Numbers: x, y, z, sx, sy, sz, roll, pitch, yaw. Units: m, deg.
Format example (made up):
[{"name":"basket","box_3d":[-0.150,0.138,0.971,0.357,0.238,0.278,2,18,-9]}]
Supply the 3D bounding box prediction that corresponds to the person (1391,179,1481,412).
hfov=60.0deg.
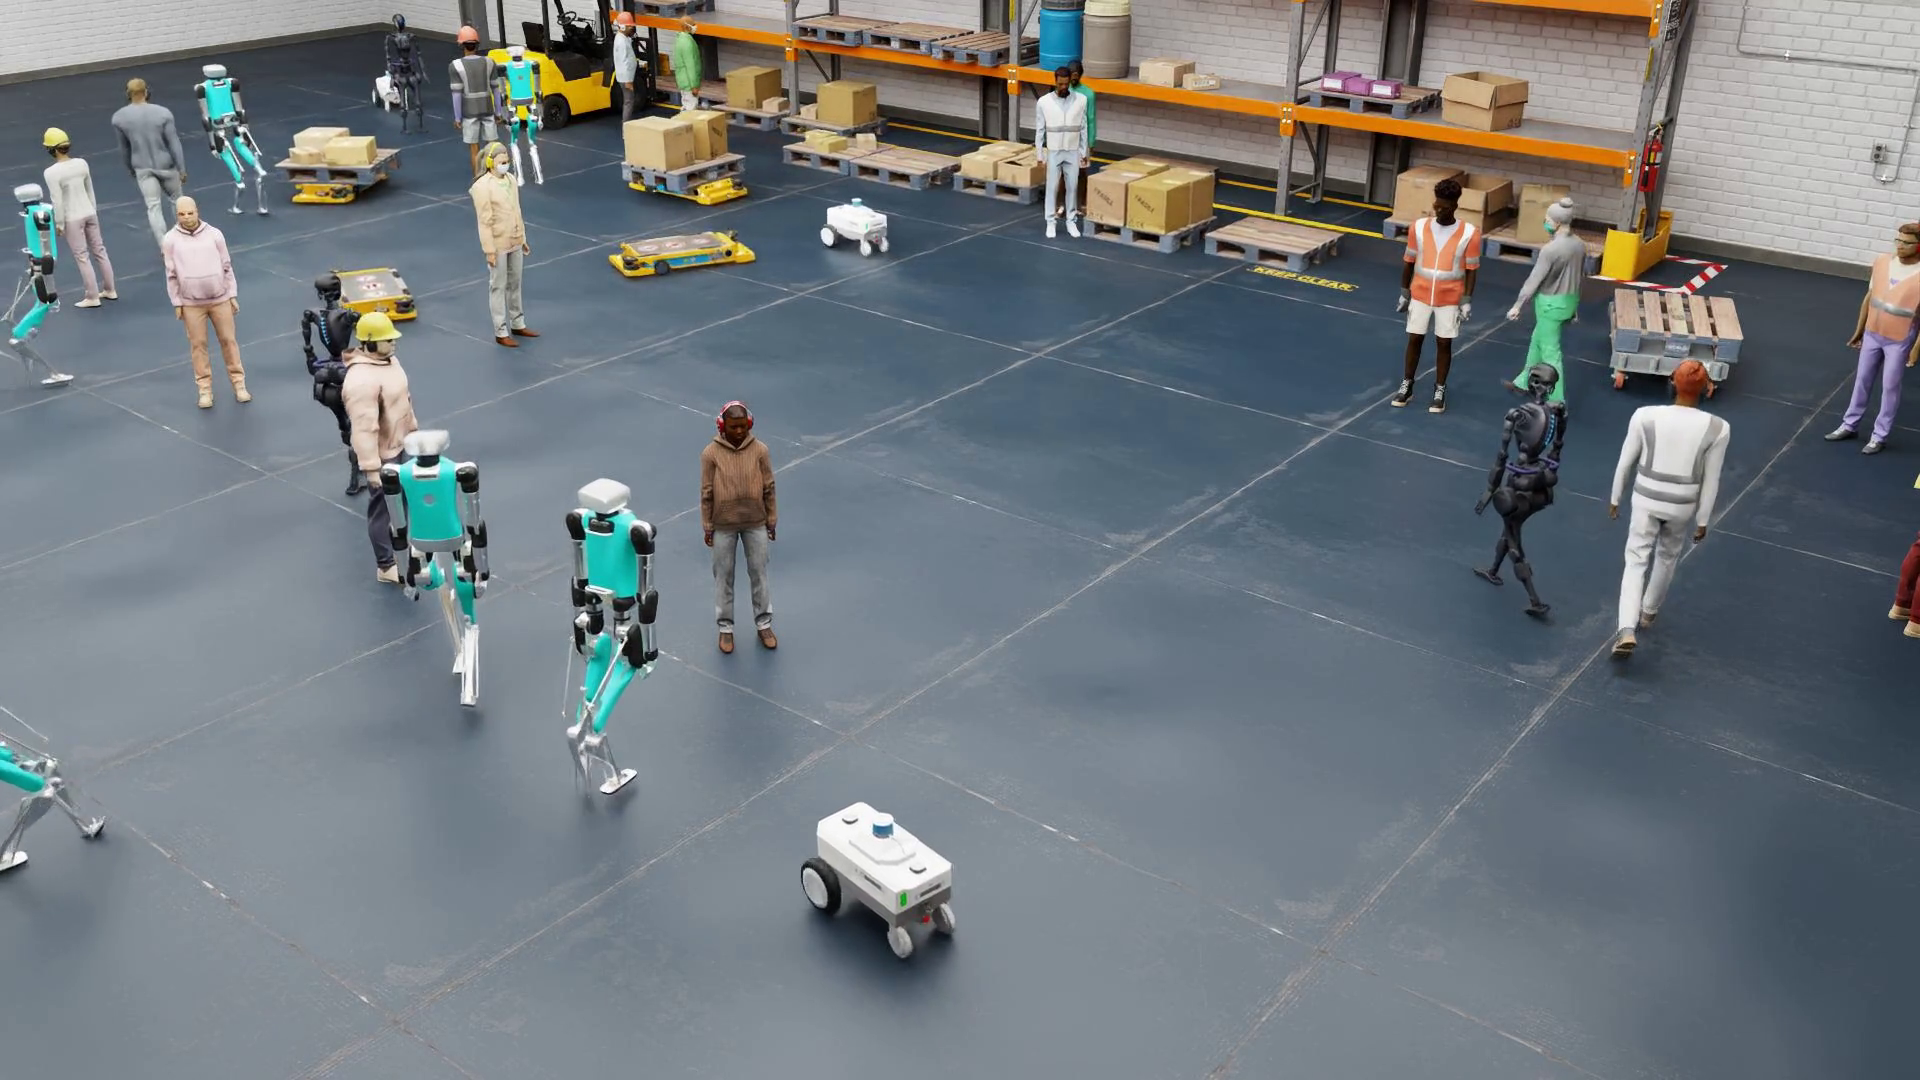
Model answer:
[{"name":"person","box_3d":[3.955,-2.028,13.822,0.613,1.962,0.361,12,28,24]}]

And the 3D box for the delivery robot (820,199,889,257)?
[{"name":"delivery robot","box_3d":[-1.157,-3.485,18.475,0.499,0.609,0.805,-23,34,-39]}]

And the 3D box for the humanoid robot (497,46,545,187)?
[{"name":"humanoid robot","box_3d":[-5.515,-5.334,20.927,0.530,1.779,0.697,-10,27,-19]}]

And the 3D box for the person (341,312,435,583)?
[{"name":"person","box_3d":[-3.814,-0.618,11.029,0.442,1.858,0.796,1,26,2]}]

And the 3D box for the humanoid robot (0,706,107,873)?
[{"name":"humanoid robot","box_3d":[-4.622,0.905,8.091,0.869,1.843,0.566,-17,30,-31]}]

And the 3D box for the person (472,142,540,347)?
[{"name":"person","box_3d":[-4.243,-2.747,15.416,0.410,1.876,0.551,11,28,22]}]

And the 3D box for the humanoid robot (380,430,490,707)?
[{"name":"humanoid robot","box_3d":[-2.966,0.114,9.631,0.542,1.736,0.982,-3,26,-7]}]

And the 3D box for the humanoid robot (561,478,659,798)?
[{"name":"humanoid robot","box_3d":[-1.896,0.666,8.638,0.543,1.902,0.735,13,29,25]}]

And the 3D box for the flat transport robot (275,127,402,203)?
[{"name":"flat transport robot","box_3d":[-7.741,-4.476,20.839,0.659,0.231,1.431,2,26,4]}]

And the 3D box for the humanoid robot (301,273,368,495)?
[{"name":"humanoid robot","box_3d":[-4.599,-1.209,12.469,0.589,1.636,0.647,4,26,7]}]

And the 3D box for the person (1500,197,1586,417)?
[{"name":"person","box_3d":[4.847,-1.974,13.874,0.509,1.819,0.834,-21,33,-37]}]

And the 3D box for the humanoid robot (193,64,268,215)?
[{"name":"humanoid robot","box_3d":[-8.443,-4.636,19.494,0.813,1.764,0.532,20,32,35]}]

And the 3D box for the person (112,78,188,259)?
[{"name":"person","box_3d":[-8.759,-4.058,18.122,0.665,1.885,0.945,-8,27,-16]}]

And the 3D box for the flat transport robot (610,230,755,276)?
[{"name":"flat transport robot","box_3d":[-3.006,-3.098,17.986,1.431,0.231,0.659,-12,28,-23]}]

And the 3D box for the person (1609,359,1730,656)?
[{"name":"person","box_3d":[4.288,-0.195,10.164,0.587,1.852,0.913,10,28,20]}]

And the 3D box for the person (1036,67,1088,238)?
[{"name":"person","box_3d":[1.142,-4.371,18.747,0.597,1.907,0.410,-5,26,-10]}]

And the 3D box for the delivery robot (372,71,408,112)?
[{"name":"delivery robot","box_3d":[-8.720,-6.885,25.508,0.499,0.601,0.803,-12,28,-24]}]

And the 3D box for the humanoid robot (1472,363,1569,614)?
[{"name":"humanoid robot","box_3d":[3.657,-0.343,10.738,0.609,1.646,0.779,-13,29,-24]}]

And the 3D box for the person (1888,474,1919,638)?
[{"name":"person","box_3d":[6.140,-0.234,10.329,0.358,1.767,0.476,3,26,7]}]

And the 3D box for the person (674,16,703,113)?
[{"name":"person","box_3d":[-3.702,-6.260,22.793,0.384,1.782,0.553,-10,28,-20]}]

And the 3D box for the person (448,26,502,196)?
[{"name":"person","box_3d":[-5.925,-5.242,20.390,0.614,2.041,0.374,-18,31,-33]}]

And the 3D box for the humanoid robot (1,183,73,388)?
[{"name":"humanoid robot","box_3d":[-8.049,-2.071,14.302,0.764,1.896,0.546,-17,31,-31]}]

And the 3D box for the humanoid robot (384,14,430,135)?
[{"name":"humanoid robot","box_3d":[-7.879,-6.643,23.702,0.333,1.655,0.587,23,34,39]}]

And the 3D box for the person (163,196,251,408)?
[{"name":"person","box_3d":[-6.354,-2.013,13.997,0.535,1.783,0.398,-13,28,-24]}]

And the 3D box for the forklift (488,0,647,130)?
[{"name":"forklift","box_3d":[-5.874,-7.334,24.552,1.214,2.155,2.313,19,32,34]}]

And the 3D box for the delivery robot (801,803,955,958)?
[{"name":"delivery robot","box_3d":[-0.369,1.574,7.965,0.499,0.580,0.776,-21,33,-36]}]

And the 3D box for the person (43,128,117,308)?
[{"name":"person","box_3d":[-8.734,-3.176,16.424,0.327,1.768,0.525,8,27,16]}]

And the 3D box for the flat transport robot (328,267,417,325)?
[{"name":"flat transport robot","box_3d":[-5.898,-2.456,16.657,0.659,0.231,1.431,-12,28,-23]}]

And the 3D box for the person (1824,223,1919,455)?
[{"name":"person","box_3d":[7.295,-1.585,13.038,0.395,1.847,0.563,-12,28,-24]}]

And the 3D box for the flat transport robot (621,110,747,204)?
[{"name":"flat transport robot","box_3d":[-3.409,-4.436,20.757,1.431,0.231,0.659,18,31,33]}]

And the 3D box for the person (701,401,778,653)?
[{"name":"person","box_3d":[-1.345,-0.092,10.177,0.462,1.648,0.327,-6,26,-12]}]

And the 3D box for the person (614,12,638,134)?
[{"name":"person","box_3d":[-4.671,-6.538,23.421,0.351,1.737,0.572,-4,26,-9]}]

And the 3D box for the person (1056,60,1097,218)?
[{"name":"person","box_3d":[1.345,-4.681,19.467,0.551,1.840,0.406,6,26,13]}]
